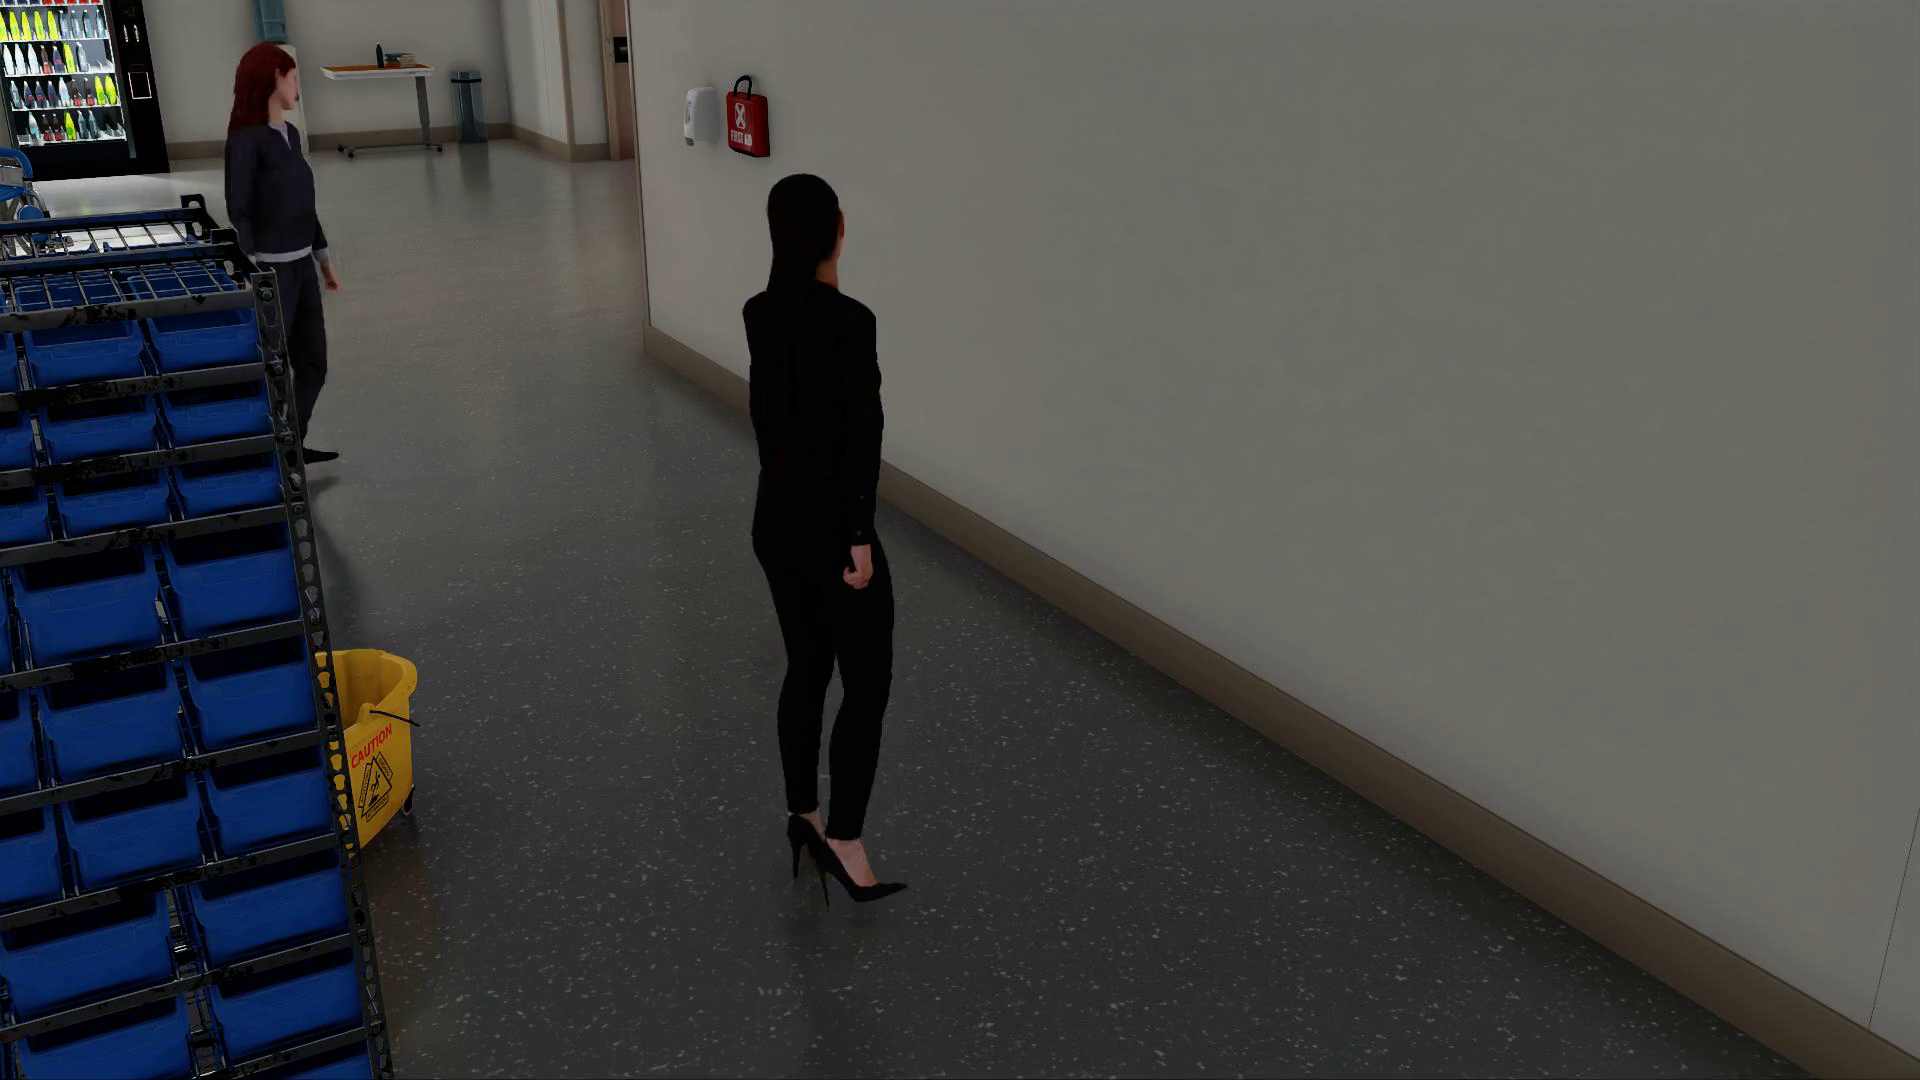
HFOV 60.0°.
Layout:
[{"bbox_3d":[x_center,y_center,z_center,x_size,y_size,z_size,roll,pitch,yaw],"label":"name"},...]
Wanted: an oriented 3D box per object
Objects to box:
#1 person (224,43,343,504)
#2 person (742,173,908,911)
[{"bbox_3d":[-2.728,-1.059,6.644,0.764,1.757,0.733,9,23,23],"label":"person"},{"bbox_3d":[-0.332,0.033,3.863,0.715,1.683,0.786,-13,25,-31],"label":"person"}]
